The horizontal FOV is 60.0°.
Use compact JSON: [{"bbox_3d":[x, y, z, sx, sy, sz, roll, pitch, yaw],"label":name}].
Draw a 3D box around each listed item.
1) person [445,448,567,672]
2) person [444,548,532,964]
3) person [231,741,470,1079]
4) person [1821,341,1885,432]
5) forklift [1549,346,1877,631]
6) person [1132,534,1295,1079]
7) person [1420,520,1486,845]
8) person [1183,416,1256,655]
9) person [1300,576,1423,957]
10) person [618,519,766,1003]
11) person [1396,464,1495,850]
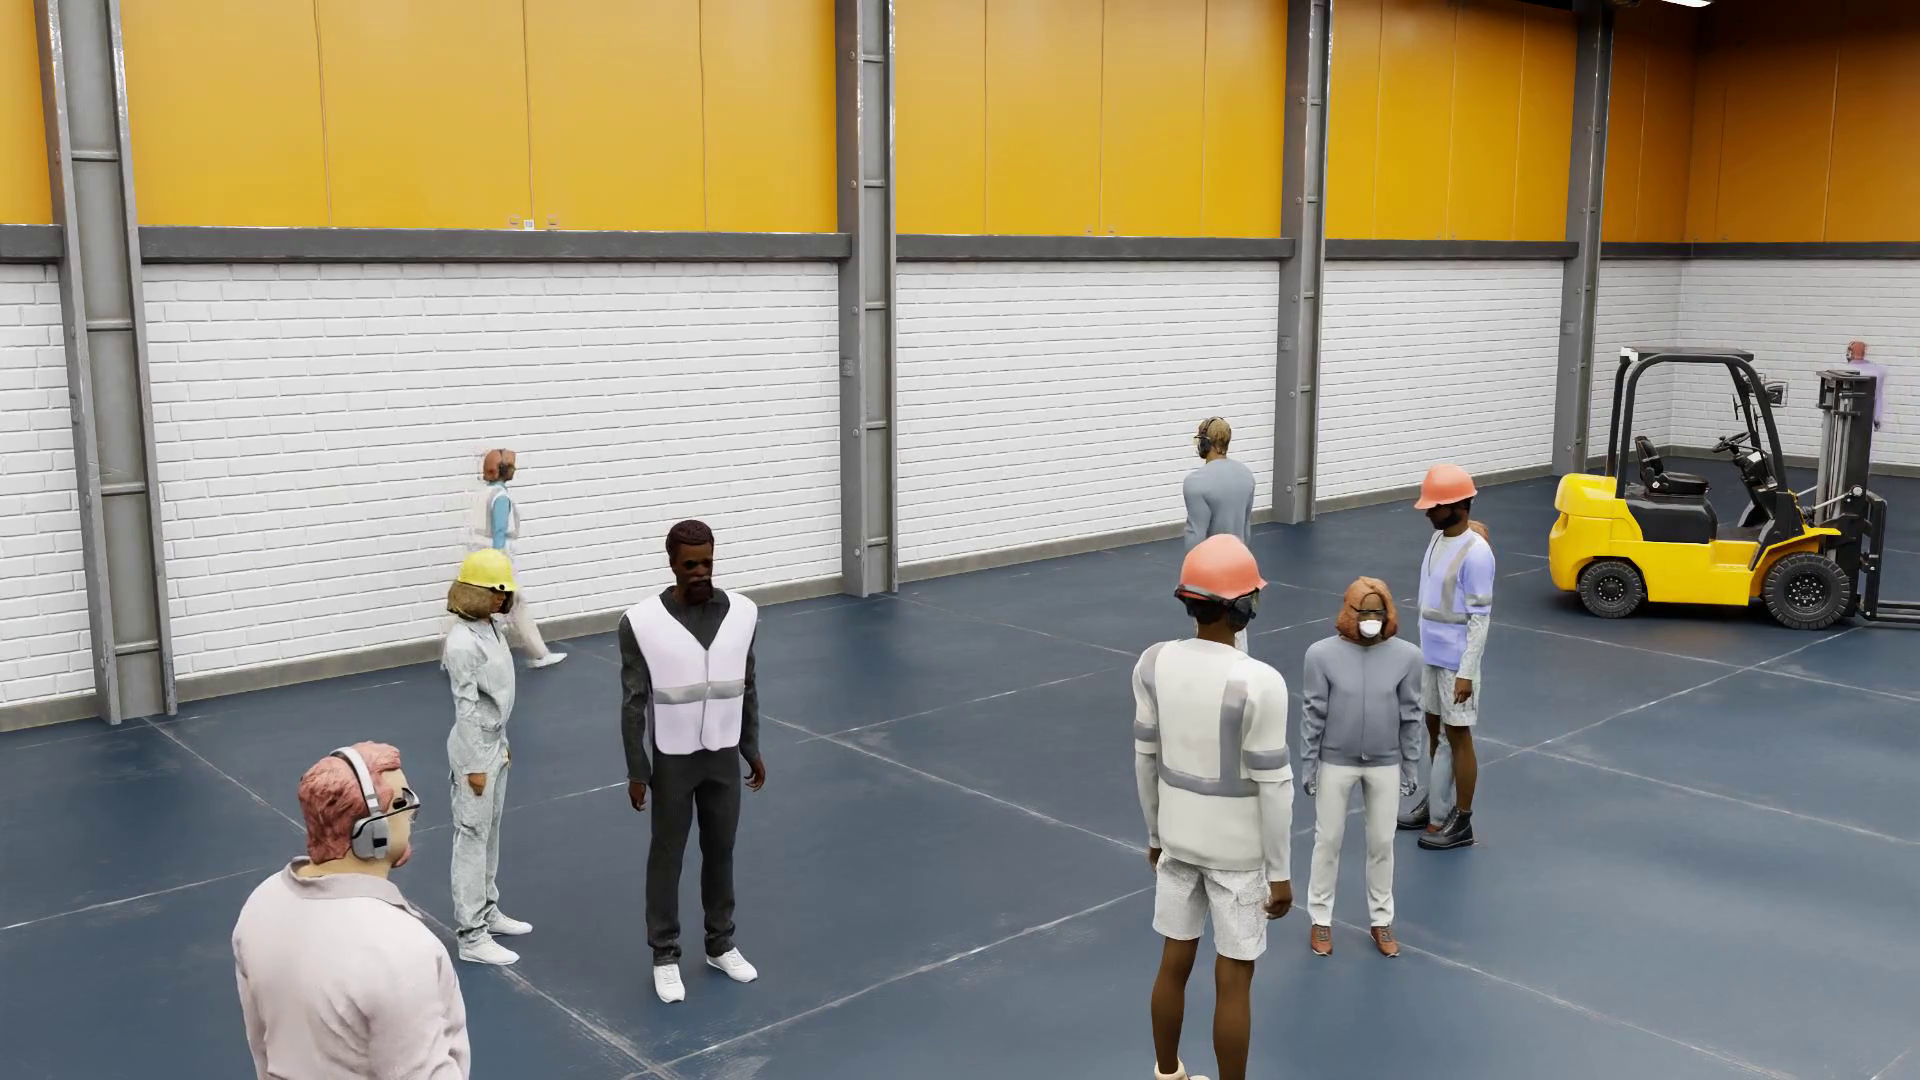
[{"bbox_3d":[-3.253,0.159,11.692,0.849,1.596,0.535,-6,11,-32],"label":"person"},{"bbox_3d":[-1.982,0.894,6.996,0.312,1.737,0.483,0,10,-2],"label":"person"},{"bbox_3d":[-1.273,1.378,3.663,0.637,1.911,0.403,8,12,38],"label":"person"},{"bbox_3d":[11.103,-1.542,20.799,0.681,1.886,0.610,-1,10,-4],"label":"person"},{"bbox_3d":[6.109,-0.478,13.691,2.313,2.155,1.214,3,10,16],"label":"forklift"},{"bbox_3d":[0.847,0.993,5.505,0.365,2.048,0.608,-9,13,-43],"label":"person"},{"bbox_3d":[2.500,0.705,8.405,0.263,1.631,0.507,1,10,3],"label":"person"},{"bbox_3d":[1.615,0.184,10.560,0.629,1.940,0.377,-9,13,-44],"label":"person"},{"bbox_3d":[1.678,0.950,6.994,0.501,1.626,0.278,1,10,3],"label":"person"},{"bbox_3d":[-1.068,0.859,6.665,0.597,1.918,0.379,-7,12,-34],"label":"person"},{"bbox_3d":[2.413,0.578,8.288,0.370,1.928,0.543,-2,10,-10],"label":"person"}]
